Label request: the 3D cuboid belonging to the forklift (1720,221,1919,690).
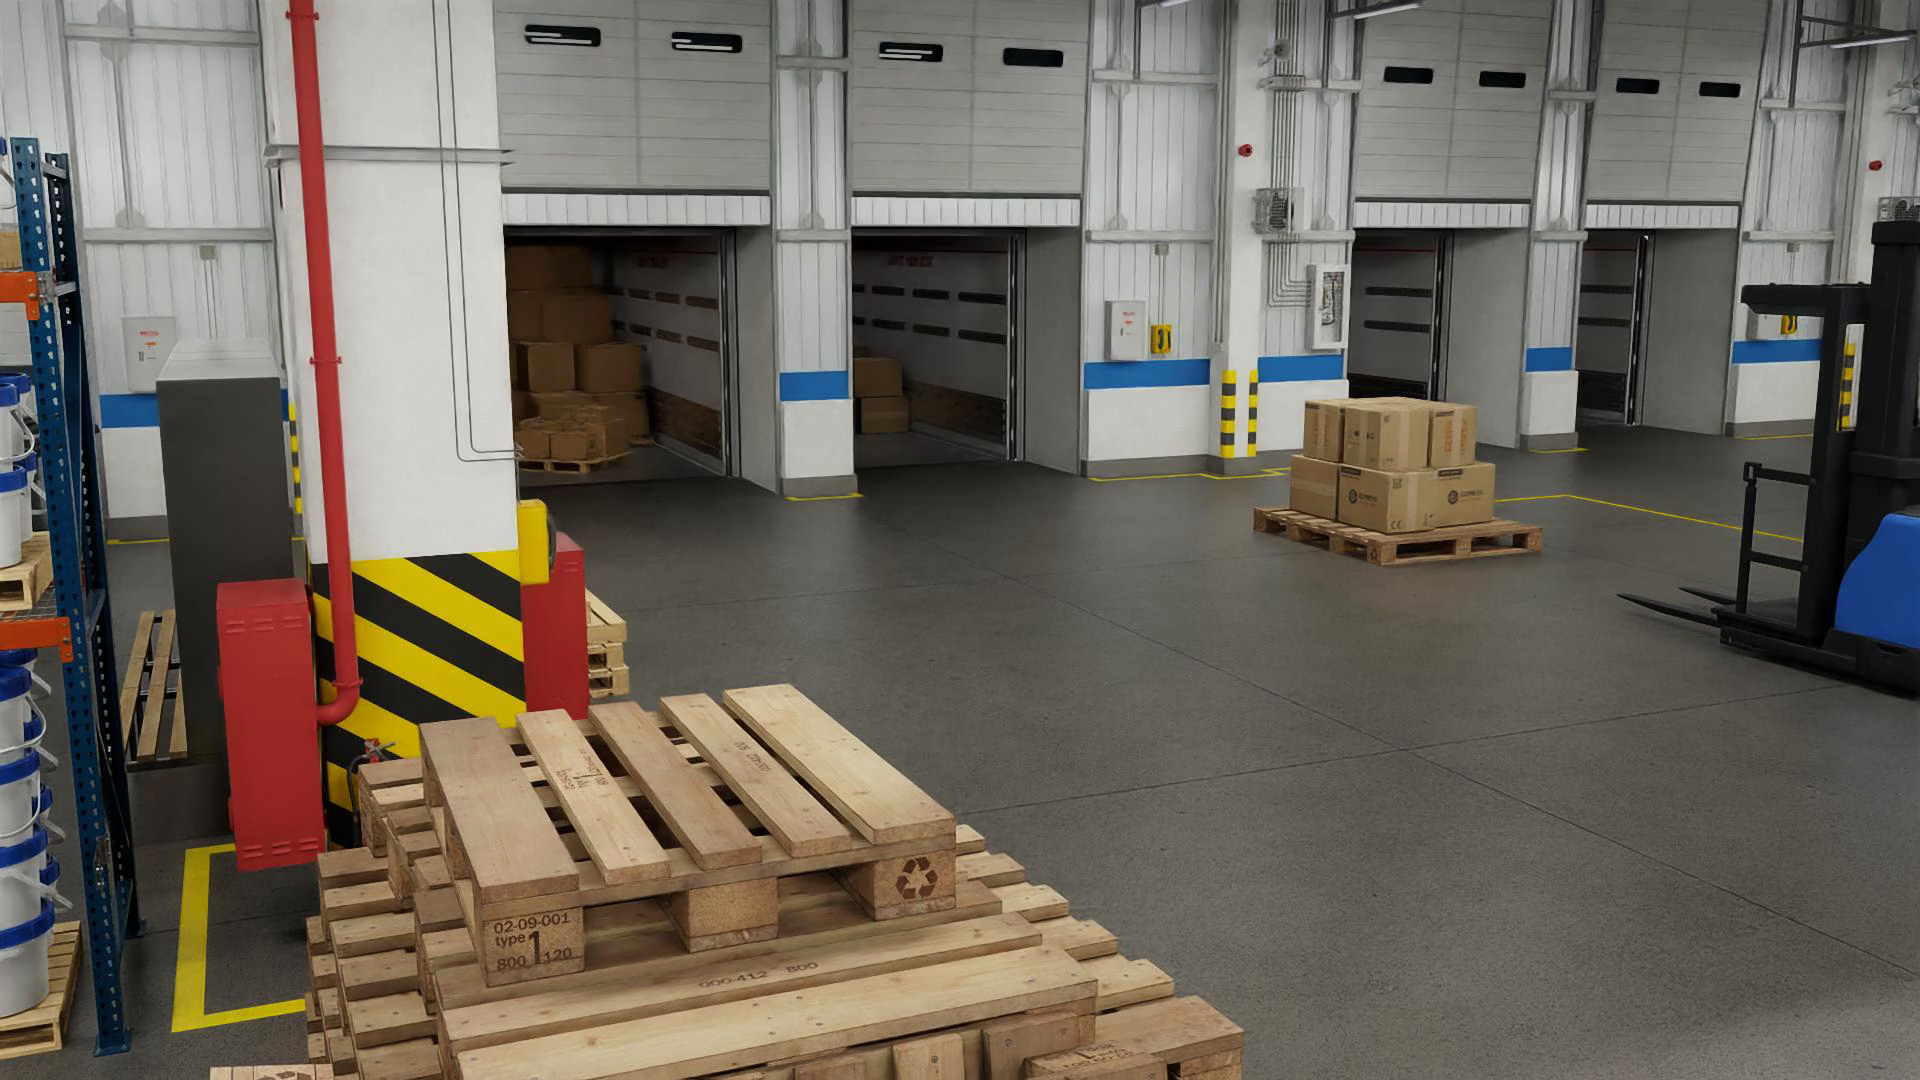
[{"bbox_3d":[5.949,-0.550,10.218,1.129,2.768,1.873,-4,11,-23],"label":"forklift"}]
